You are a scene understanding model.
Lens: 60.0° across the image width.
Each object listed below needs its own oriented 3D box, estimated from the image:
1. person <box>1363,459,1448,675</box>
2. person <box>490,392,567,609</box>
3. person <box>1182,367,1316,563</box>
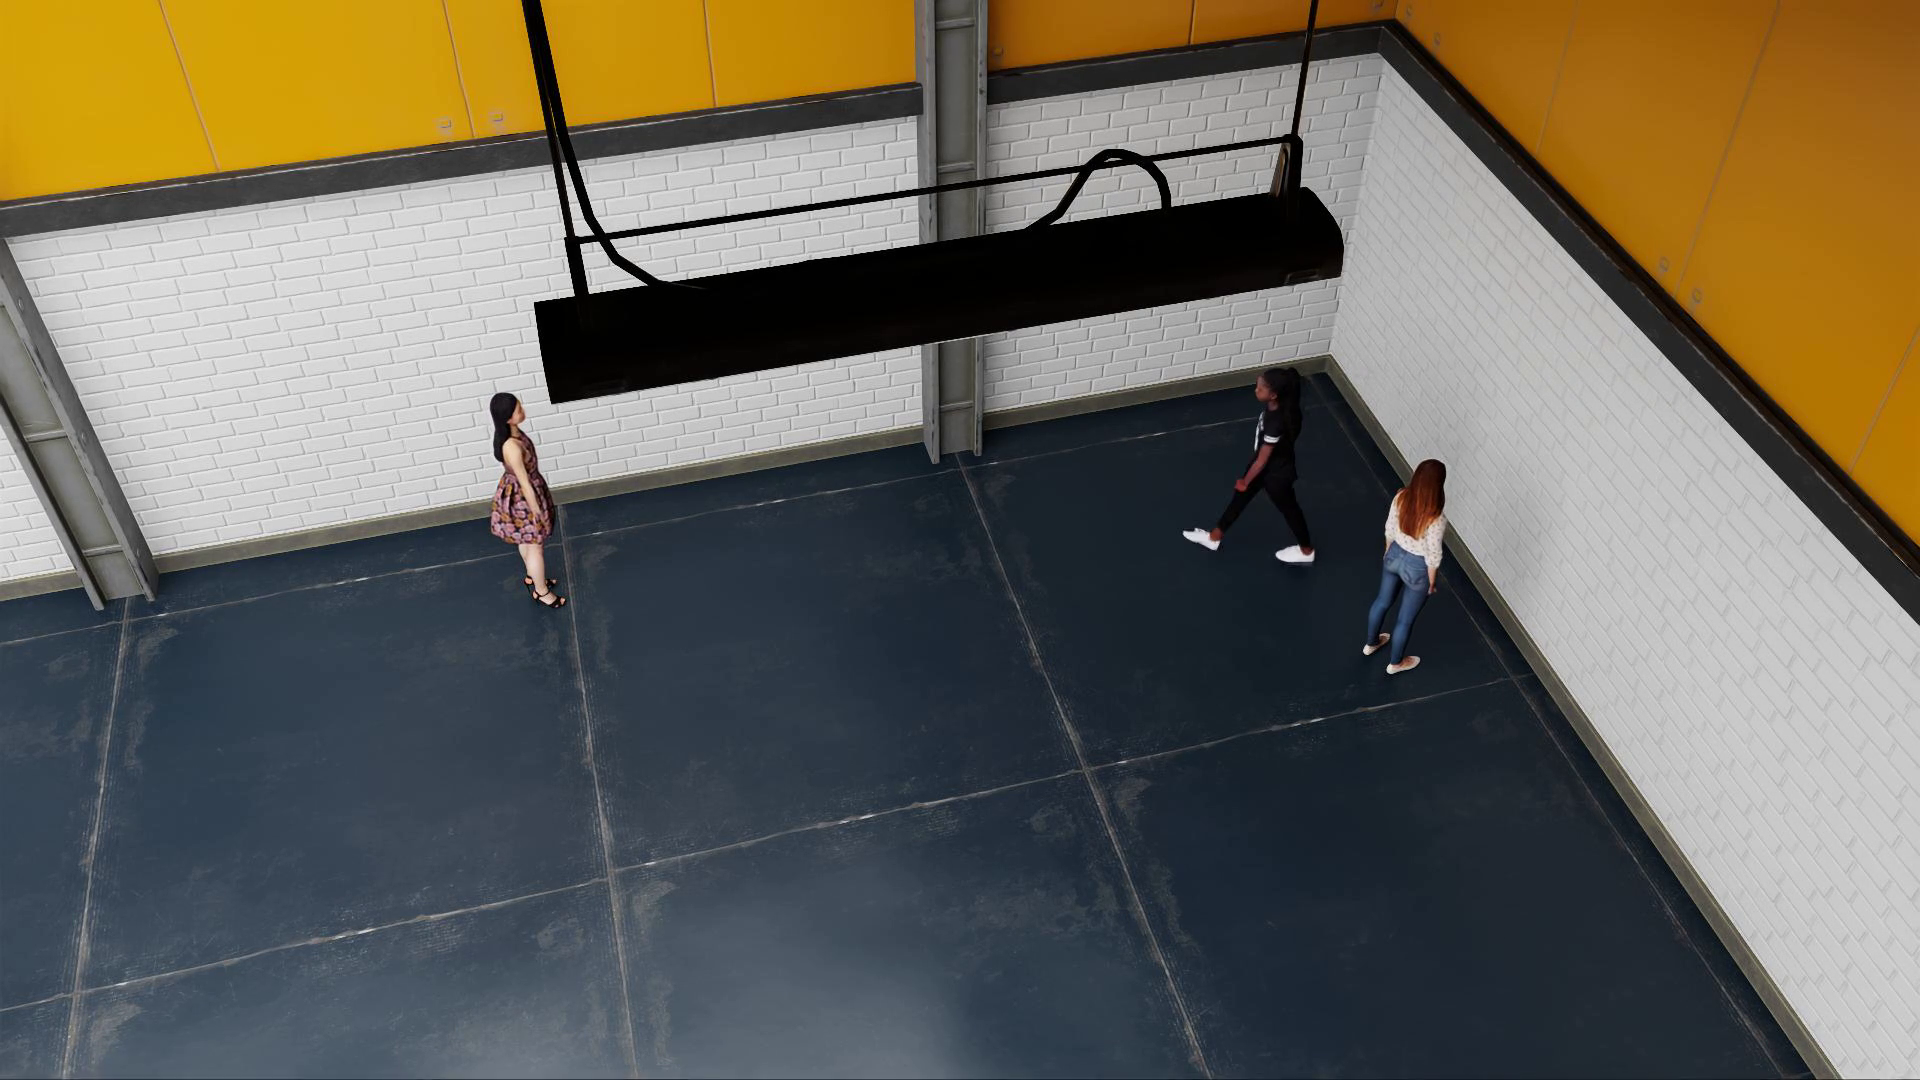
[{"bbox_3d":[2.869,0.159,10.642,0.609,1.728,0.636,-25,49,-24],"label":"person"},{"bbox_3d":[-2.879,-0.267,11.057,0.716,1.773,0.706,-18,46,-18],"label":"person"},{"bbox_3d":[2.215,-0.441,11.306,1.243,1.681,0.886,6,44,6],"label":"person"}]
